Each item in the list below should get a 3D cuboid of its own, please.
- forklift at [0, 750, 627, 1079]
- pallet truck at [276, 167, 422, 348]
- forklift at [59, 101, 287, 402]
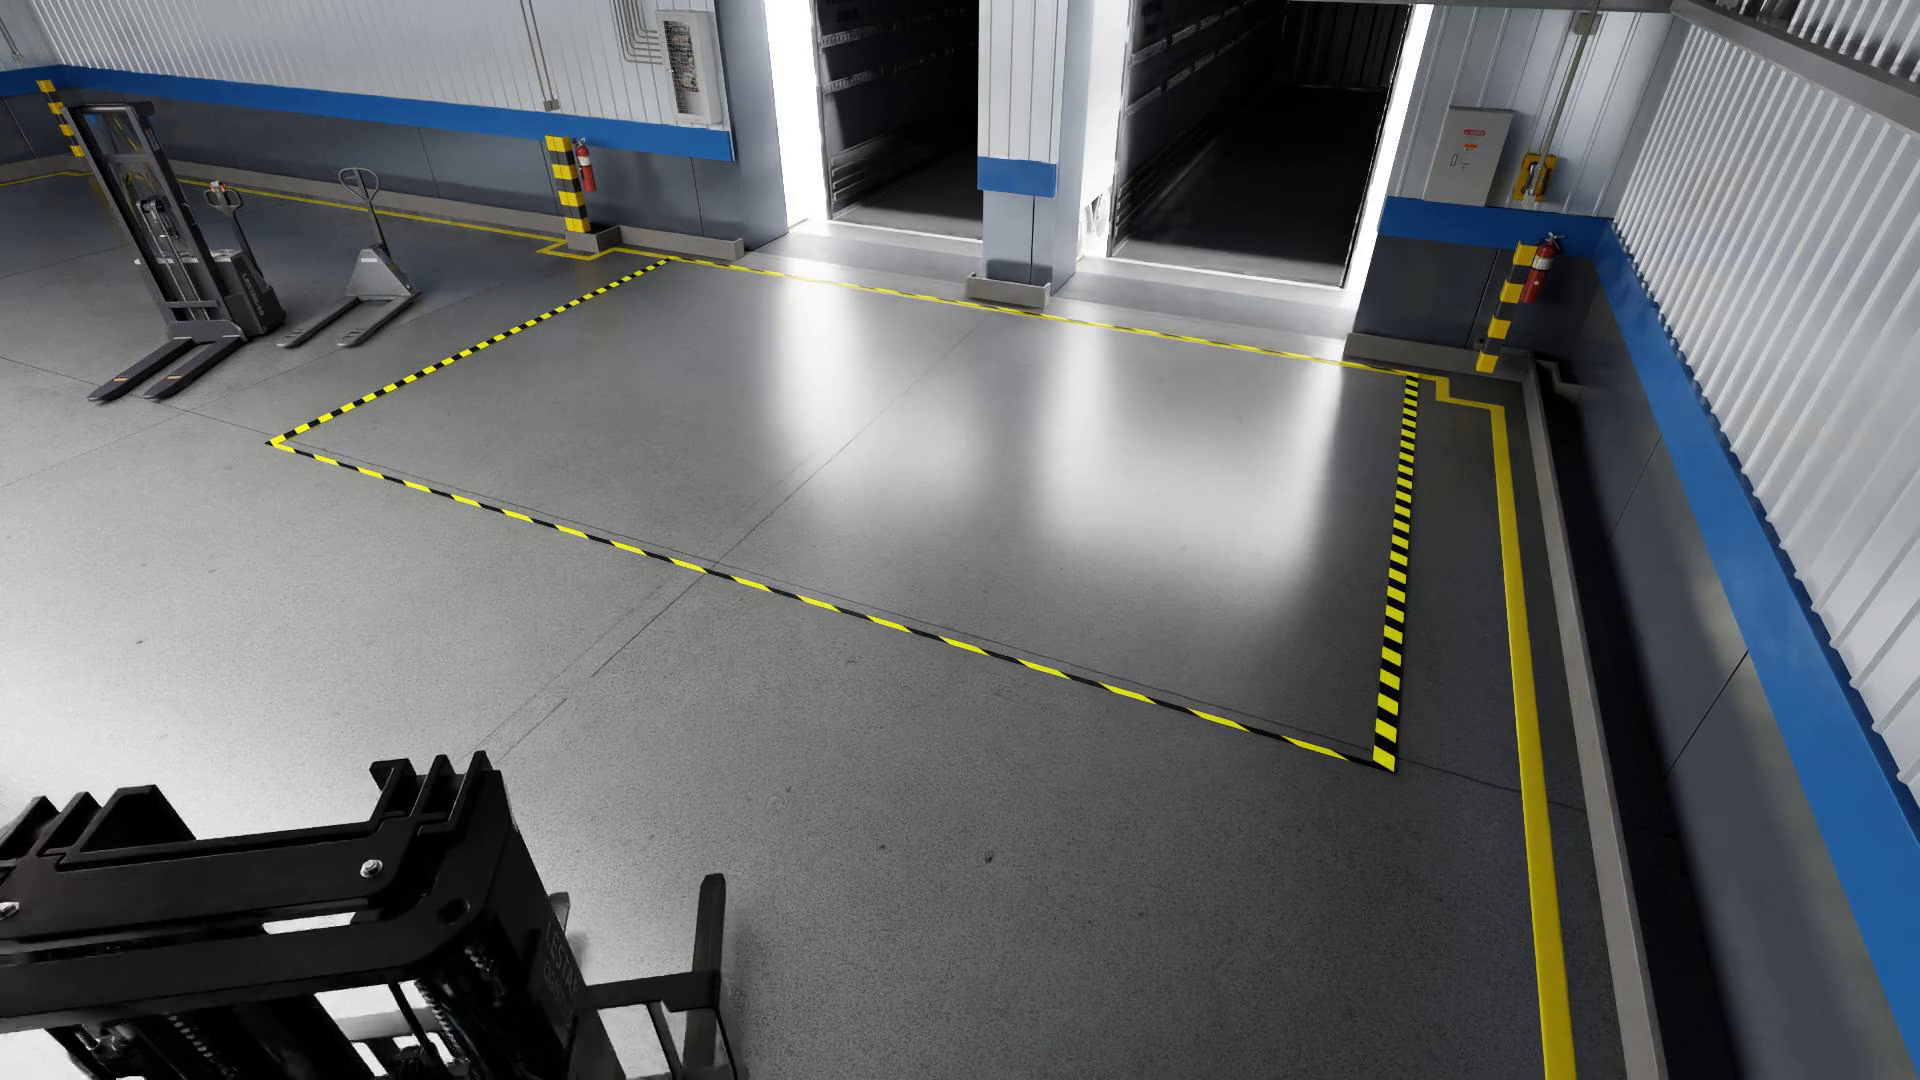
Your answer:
[{"bbox_3d":[-0.917,1.860,1.049,1.157,2.036,2.680,-5,35,-7],"label":"forklift"},{"bbox_3d":[-5.732,-2.611,8.414,0.680,1.201,1.601,-1,35,-1],"label":"pallet truck"},{"bbox_3d":[-6.686,-2.387,7.434,0.823,1.965,1.885,-3,35,-5],"label":"forklift"}]
